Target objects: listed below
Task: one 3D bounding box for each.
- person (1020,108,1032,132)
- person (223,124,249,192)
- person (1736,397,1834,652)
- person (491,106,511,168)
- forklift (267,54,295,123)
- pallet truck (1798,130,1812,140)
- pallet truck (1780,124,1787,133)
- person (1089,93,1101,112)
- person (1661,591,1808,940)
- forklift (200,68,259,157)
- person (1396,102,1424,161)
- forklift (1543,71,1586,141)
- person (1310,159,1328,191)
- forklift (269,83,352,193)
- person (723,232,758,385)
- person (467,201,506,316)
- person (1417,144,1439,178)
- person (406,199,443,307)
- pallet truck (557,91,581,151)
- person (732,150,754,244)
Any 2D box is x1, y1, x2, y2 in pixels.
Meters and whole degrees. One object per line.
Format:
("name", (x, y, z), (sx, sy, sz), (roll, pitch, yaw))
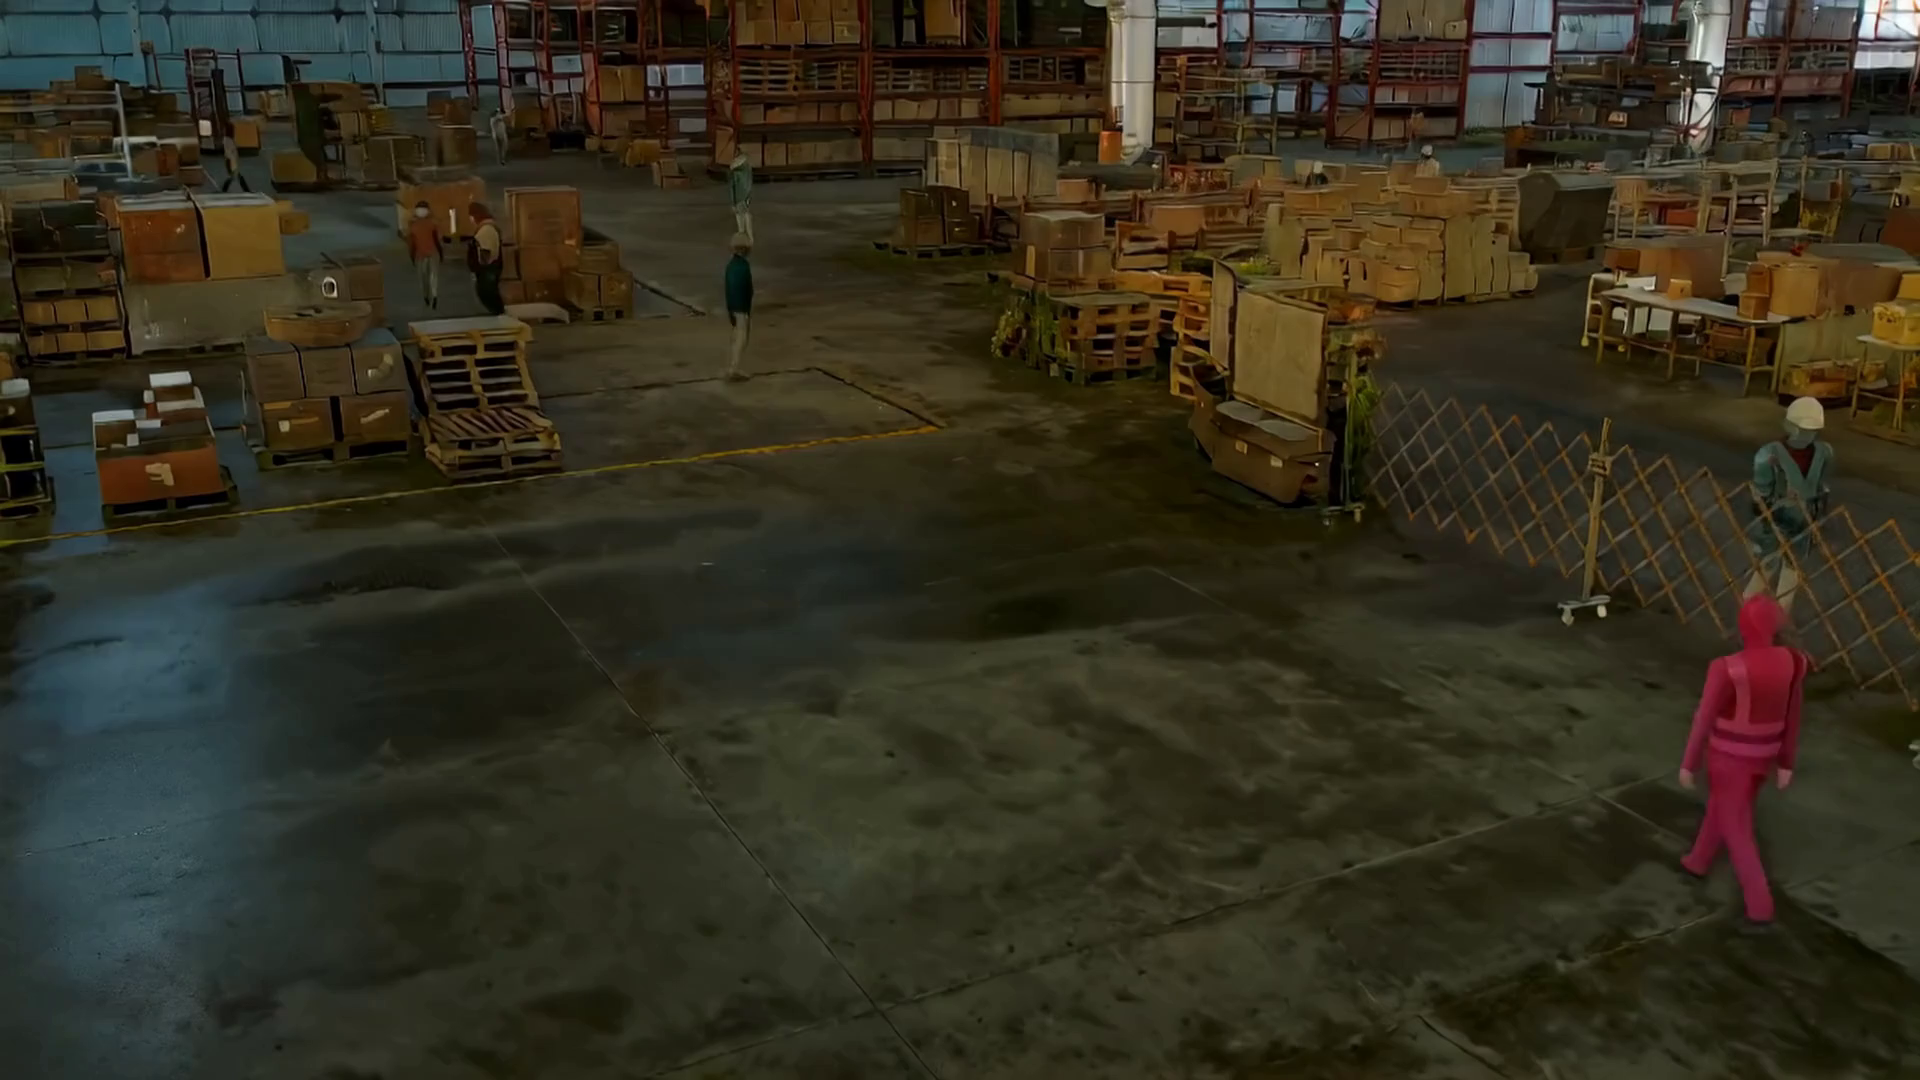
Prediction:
("person", (2.159, -12.846, 52.809), (0.553, 1.676, 0.558), (-10, 20, -28))
("person", (-18.451, -9.616, 42.369), (1.015, 1.907, 0.629), (-5, 18, -14))
("person", (6.195, -0.080, 12.456), (0.610, 2.036, 0.411), (-3, 18, -9))
("person", (-14.105, -12.391, 51.141), (0.543, 1.831, 0.871), (-5, 18, -15))
("forklift", (-28.406, -19.136, 70.494), (1.873, 2.768, 1.129), (-9, 20, -26))
("pallet truck", (25.526, -11.556, 49.408), (1.630, 1.274, 0.653), (-9, 20, -26))
("pallet truck", (25.206, -12.542, 52.601), (1.601, 1.201, 0.680), (0, 18, -2))
("person", (5.643, -17.851, 68.547), (0.572, 1.594, 0.830), (7, 19, 19))
("person", (4.185, 1.172, 8.863), (0.589, 1.844, 0.964), (-5, 19, -16))
("forklift", (-24.369, -14.147, 54.940), (1.873, 2.768, 1.129), (-9, 20, -26))
("person", (14.430, -12.917, 52.708), (1.020, 1.884, 0.649), (-4, 18, -11))
("forklift", (18.685, -13.231, 52.085), (1.873, 2.768, 1.129), (-9, 20, -26))
("person", (7.524, -7.252, 35.366), (0.655, 1.671, 0.558), (-8, 19, -23))
("forklift", (-17.396, -10.707, 44.215), (1.873, 2.768, 1.129), (-9, 20, -26))
("person", (-2.915, -3.025, 21.791), (0.381, 1.956, 0.775), (4, 18, 13))
("person", (-7.086, -4.087, 24.928), (0.546, 2.000, 0.703), (-1, 18, -2))
("person", (10.481, -7.994, 37.475), (0.462, 1.817, 0.601), (-8, 20, -25))
("person", (-8.787, -4.708, 27.344), (0.534, 1.748, 0.729), (-5, 18, -15))
("pallet truck", (-13.495, -14.412, 57.188), (0.823, 1.965, 1.885), (-3, 18, -9))
("person", (-4.525, -7.105, 34.504), (0.357, 1.937, 0.551), (13, 22, 35))
